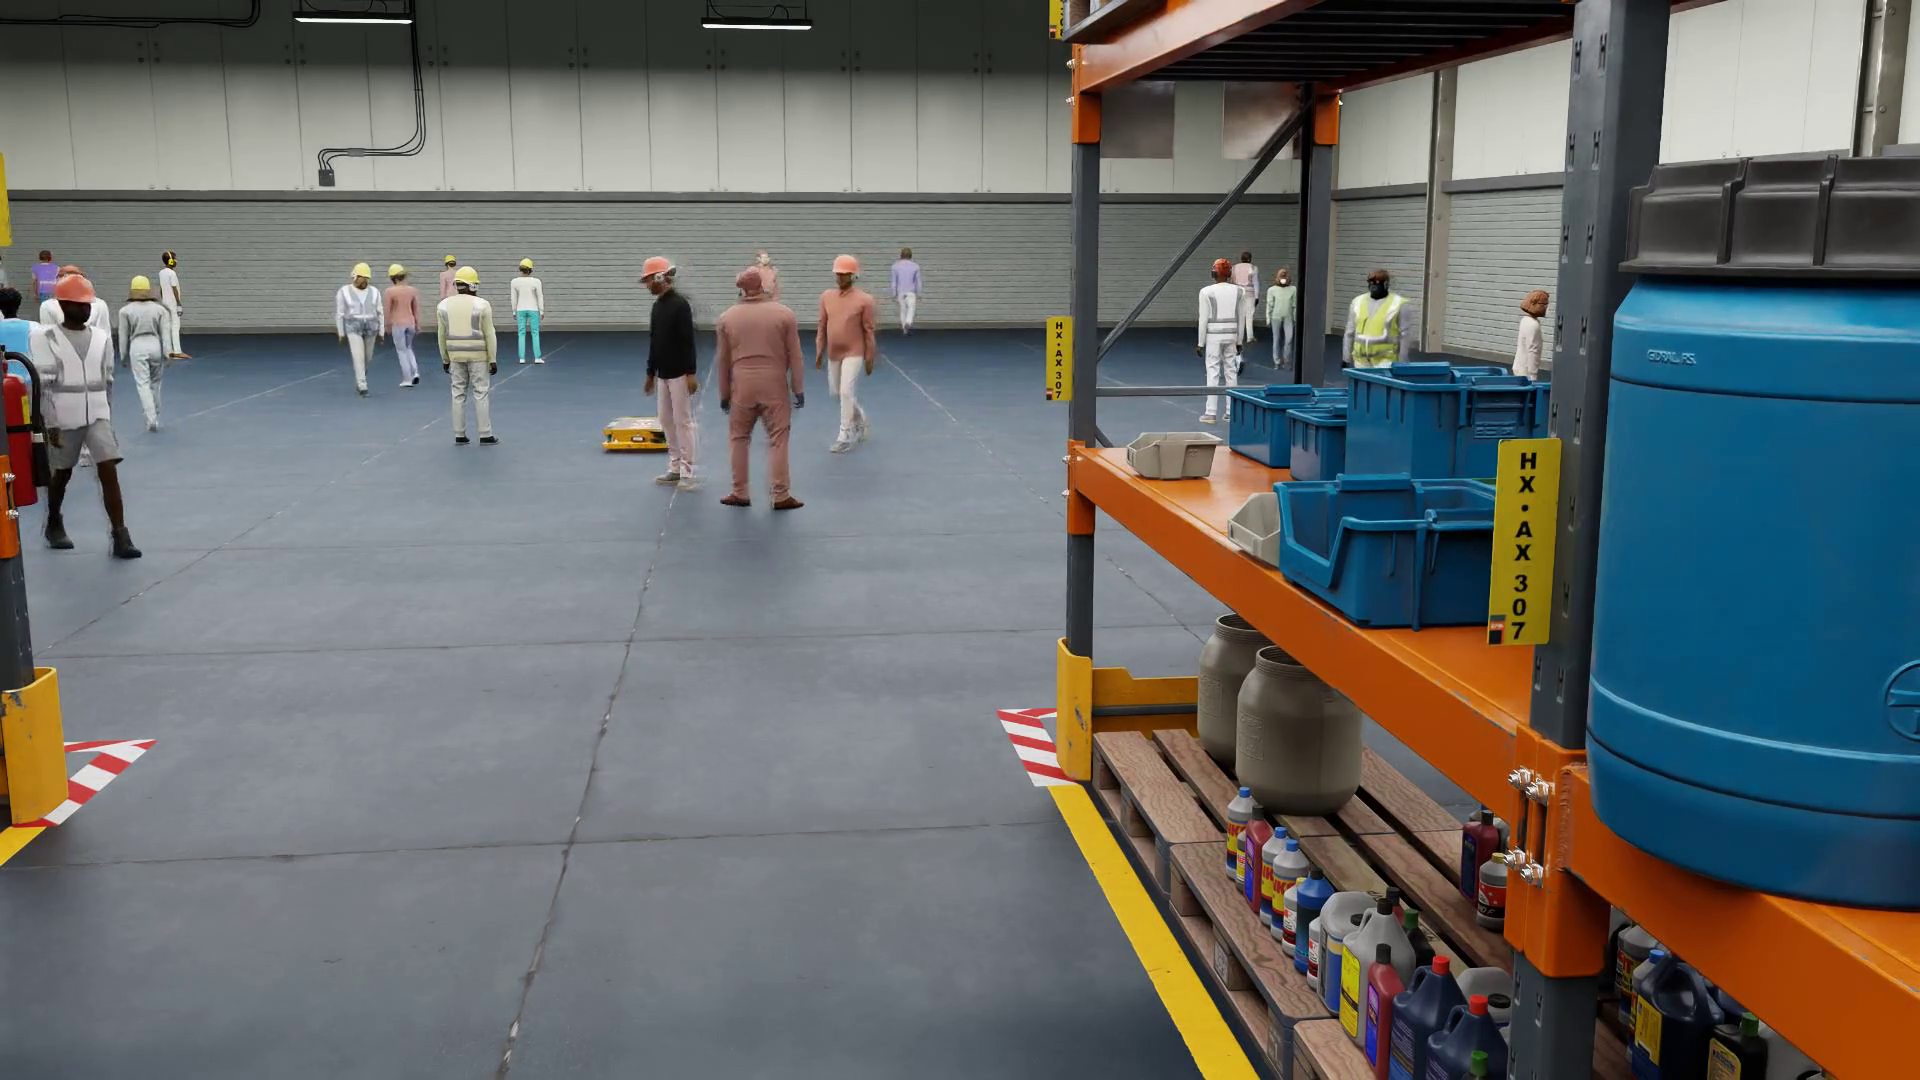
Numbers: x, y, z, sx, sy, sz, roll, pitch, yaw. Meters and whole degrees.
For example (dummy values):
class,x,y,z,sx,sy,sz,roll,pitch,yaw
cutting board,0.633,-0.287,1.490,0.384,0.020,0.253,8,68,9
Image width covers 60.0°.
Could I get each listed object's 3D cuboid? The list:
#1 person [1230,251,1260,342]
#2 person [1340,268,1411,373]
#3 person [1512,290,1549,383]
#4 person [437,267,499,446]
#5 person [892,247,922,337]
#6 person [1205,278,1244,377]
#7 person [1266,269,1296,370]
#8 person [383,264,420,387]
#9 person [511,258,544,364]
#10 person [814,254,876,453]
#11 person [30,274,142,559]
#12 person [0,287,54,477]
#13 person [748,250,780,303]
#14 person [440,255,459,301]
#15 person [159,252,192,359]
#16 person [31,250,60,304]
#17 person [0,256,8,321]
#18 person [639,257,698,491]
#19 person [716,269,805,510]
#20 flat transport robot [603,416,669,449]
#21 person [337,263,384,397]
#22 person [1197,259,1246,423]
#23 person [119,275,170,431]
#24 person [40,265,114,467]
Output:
class,x,y,z,sx,sy,sz,roll,pitch,yaw
person,5.810,-4.957,33.897,0.633,1.839,0.429,6,12,30
person,4.143,-1.797,16.618,0.629,1.823,0.455,9,13,39
person,5.514,-1.606,16.129,0.290,1.622,0.505,2,11,11
person,-5.012,-1.870,17.004,0.600,1.827,0.404,1,10,8
person,-1.133,-5.222,35.153,0.632,1.919,0.712,1,10,8
person,4.000,-3.251,25.130,0.525,1.621,0.611,-7,12,-34
person,5.173,-3.521,26.657,0.520,1.608,0.681,1,10,4
person,-7.950,-3.044,23.662,0.398,1.751,0.524,8,13,37
person,-7.270,-3.842,27.987,0.533,1.767,0.312,-1,10,-3
person,-1.119,-1.890,16.748,0.619,1.968,0.861,6,12,29
person,-5.933,-0.834,11.177,0.991,1.897,0.546,9,13,40
person,-8.255,-1.359,14.579,0.532,1.693,0.319,-7,13,-34
person,-3.786,-4.637,32.027,0.655,1.881,0.797,-4,11,-22
person,-10.220,-4.845,33.487,0.522,1.768,0.311,-10,14,-43
person,-13.847,-4.126,29.257,0.516,1.873,0.329,8,13,36
person,-19.322,-5.207,35.252,0.563,1.846,0.390,-3,11,-15
person,-18.908,-4.733,32.719,0.337,1.832,0.668,-10,14,-43
person,-2.436,-1.402,14.109,0.406,1.959,0.708,-7,12,-33
person,-1.574,-1.179,13.097,0.700,1.877,0.455,1,10,4
flat transport robot,-3.272,-1.112,17.120,0.652,0.197,1.431,-1,10,-6
person,-8.091,-2.838,22.436,0.606,1.798,0.842,-8,13,-36
person,2.990,-2.278,19.098,0.576,1.882,0.355,-3,11,-17
person,-9.036,-2.077,18.470,0.495,1.713,0.837,-7,13,-34
person,-8.131,-1.582,15.320,0.591,1.867,0.603,-4,11,-22
